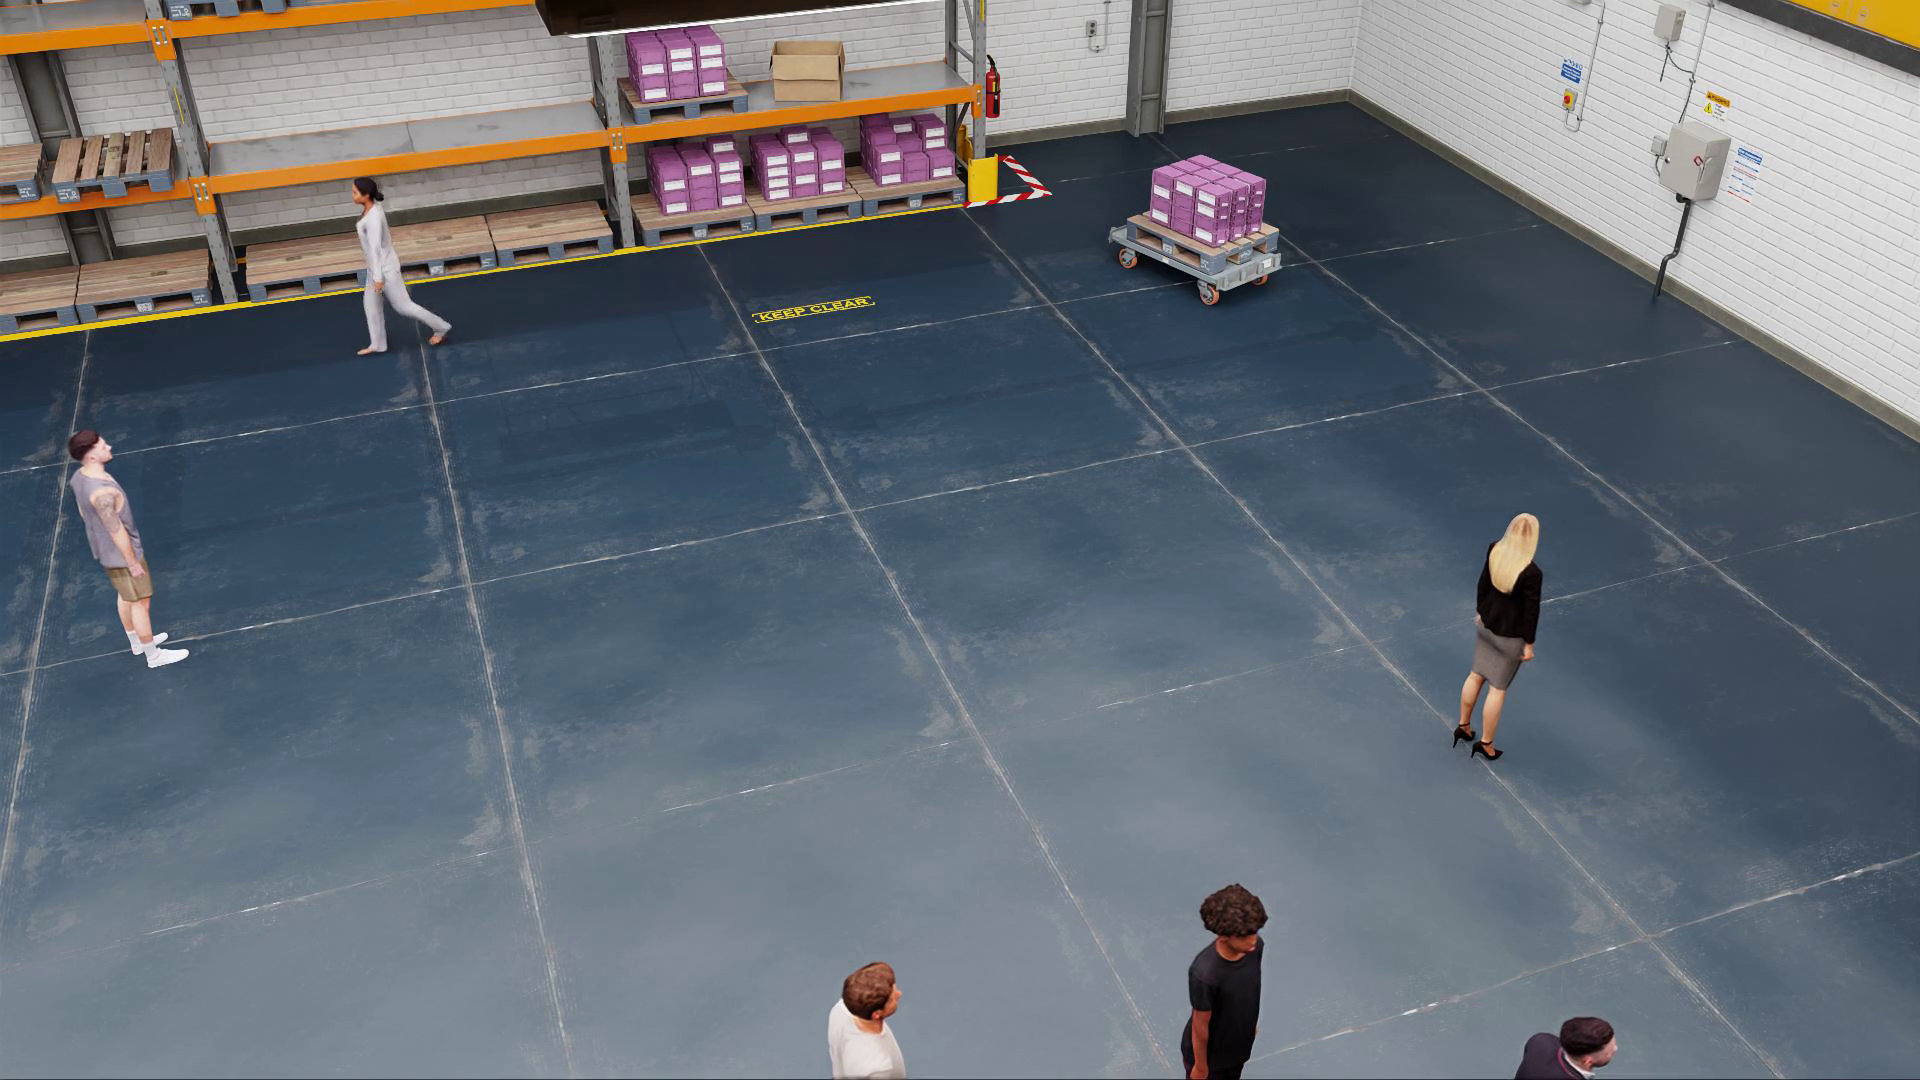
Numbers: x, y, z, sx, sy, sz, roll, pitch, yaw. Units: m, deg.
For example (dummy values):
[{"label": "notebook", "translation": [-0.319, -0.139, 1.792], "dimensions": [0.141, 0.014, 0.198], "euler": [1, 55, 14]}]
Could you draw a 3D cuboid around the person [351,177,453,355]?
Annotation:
[{"label": "person", "translation": [-5.204, -2.508, 15.296], "dimensions": [1.101, 1.704, 0.644], "euler": [-13, 36, -19]}]

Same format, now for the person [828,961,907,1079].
[{"label": "person", "translation": [-0.400, 2.594, 7.441], "dimensions": [0.582, 1.902, 0.687], "euler": [-15, 36, -21]}]

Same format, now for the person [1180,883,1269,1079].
[{"label": "person", "translation": [1.243, 2.340, 7.930], "dimensions": [0.768, 1.784, 0.662], "euler": [28, 43, 35]}]

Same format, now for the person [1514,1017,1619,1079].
[{"label": "person", "translation": [2.556, 2.721, 7.304], "dimensions": [0.614, 1.842, 0.709], "euler": [-4, 34, -6]}]

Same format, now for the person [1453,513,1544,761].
[{"label": "person", "translation": [3.401, 0.611, 10.478], "dimensions": [0.596, 1.842, 0.650], "euler": [-18, 38, -25]}]

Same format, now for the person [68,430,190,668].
[{"label": "person", "translation": [-5.748, 0.057, 11.374], "dimensions": [0.714, 1.844, 0.716], "euler": [28, 43, 35]}]
